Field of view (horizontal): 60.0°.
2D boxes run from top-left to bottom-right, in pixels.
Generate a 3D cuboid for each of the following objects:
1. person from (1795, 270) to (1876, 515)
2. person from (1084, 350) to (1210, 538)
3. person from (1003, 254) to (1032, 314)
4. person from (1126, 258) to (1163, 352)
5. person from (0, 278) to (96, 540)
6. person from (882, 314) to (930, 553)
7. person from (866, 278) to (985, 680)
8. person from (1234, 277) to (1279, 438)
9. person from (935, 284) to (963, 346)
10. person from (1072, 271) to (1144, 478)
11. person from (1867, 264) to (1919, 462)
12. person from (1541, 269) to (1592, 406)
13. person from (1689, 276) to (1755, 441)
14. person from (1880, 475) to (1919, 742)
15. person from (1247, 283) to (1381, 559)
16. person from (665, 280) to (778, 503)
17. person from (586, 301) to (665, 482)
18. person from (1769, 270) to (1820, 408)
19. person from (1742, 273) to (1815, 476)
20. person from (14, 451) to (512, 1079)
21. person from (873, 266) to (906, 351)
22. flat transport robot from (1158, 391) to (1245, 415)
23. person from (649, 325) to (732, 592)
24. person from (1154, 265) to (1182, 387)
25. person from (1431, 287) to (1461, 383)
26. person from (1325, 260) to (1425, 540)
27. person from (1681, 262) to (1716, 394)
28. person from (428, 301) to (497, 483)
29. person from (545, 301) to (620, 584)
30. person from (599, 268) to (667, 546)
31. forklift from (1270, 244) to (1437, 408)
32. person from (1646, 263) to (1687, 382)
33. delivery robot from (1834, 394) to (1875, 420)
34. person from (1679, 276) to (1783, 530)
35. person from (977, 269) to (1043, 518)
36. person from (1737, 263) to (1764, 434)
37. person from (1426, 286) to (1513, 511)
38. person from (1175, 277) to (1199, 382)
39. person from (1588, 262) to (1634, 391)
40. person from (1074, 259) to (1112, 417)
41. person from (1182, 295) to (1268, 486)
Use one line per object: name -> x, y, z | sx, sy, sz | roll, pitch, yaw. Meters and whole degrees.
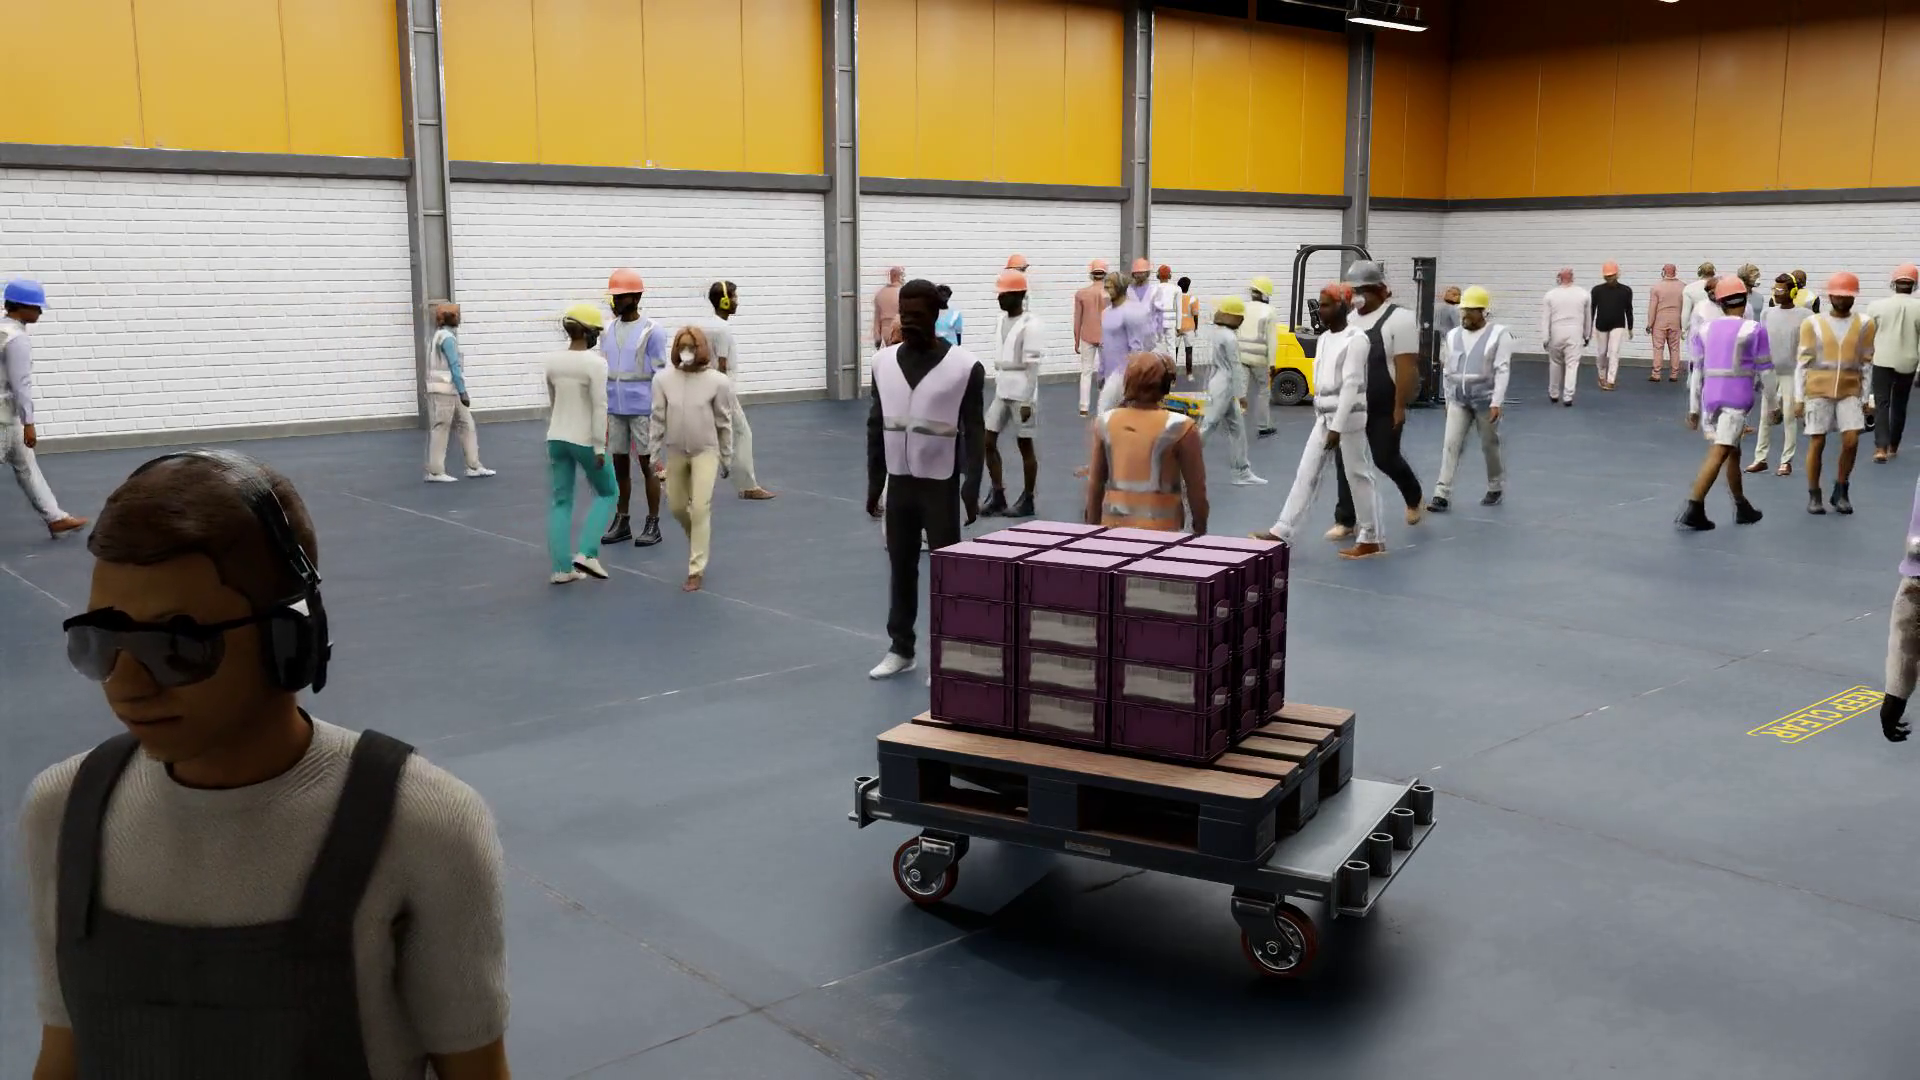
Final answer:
person -> 6.808, -1.134, 12.957 | 0.563, 1.908, 0.479 | 3, 10, 17
person -> 0.848, -0.017, 7.302 | 0.521, 1.613, 0.744 | 8, 12, 38
person -> 0.774, -2.834, 22.527 | 0.390, 2.041, 0.614 | 1, 10, 7
person -> 2.561, -2.976, 23.539 | 0.613, 1.991, 1.037 | 1, 10, 7
person -> -6.592, -0.869, 11.542 | 1.012, 1.863, 0.636 | -8, 13, -39
person -> -0.358, -0.728, 11.380 | 0.511, 1.638, 0.308 | 4, 11, 24
person -> -0.167, -0.273, 7.895 | 0.597, 1.916, 0.376 | 5, 11, 25
person -> 3.250, -1.994, 18.338 | 0.716, 1.777, 0.873 | 8, 13, 40
person -> -0.221, -2.475, 21.487 | 0.522, 1.677, 0.720 | 1, 10, 5
person -> 1.534, -1.521, 15.304 | 0.981, 1.902, 0.638 | -3, 10, -17
person -> 9.267, -1.755, 16.491 | 0.606, 1.952, 1.018 | 4, 10, 22
person -> 8.253, -2.761, 22.663 | 0.651, 1.843, 1.041 | 3, 10, 16
person -> 8.360, -1.981, 18.264 | 0.649, 1.802, 0.436 | 7, 12, 35
person -> 2.832, 0.346, 4.434 | 0.608, 1.876, 1.008 | 8, 12, 39
person -> 2.404, -0.762, 10.995 | 0.956, 1.839, 0.580 | -3, 10, -19
person -> -1.997, -1.203, 13.631 | 0.918, 1.826, 0.530 | -5, 11, -26
person -> -2.969, -1.368, 14.894 | 0.912, 1.719, 0.526 | 0, 10, -1
person -> 11.088, -2.669, 22.150 | 0.630, 1.842, 0.429 | 6, 11, 32
person -> 7.591, -1.521, 15.366 | 0.335, 1.865, 0.520 | -7, 12, -37
person -> -0.704, 0.820, 1.712 | 0.515, 1.842, 0.328 | 1, 10, 6
person -> -0.760, -2.705, 22.214 | 0.669, 1.883, 0.705 | 9, 13, 42
flat transport robot -> 3.056, -1.776, 21.514 | 0.652, 0.197, 1.431 | -3, 10, -19
person -> -1.642, -0.528, 10.271 | 0.506, 1.613, 0.682 | 1, 10, 8
person -> 3.151, -3.304, 25.749 | 0.576, 1.882, 0.355 | -1, 10, -8
person -> 7.033, -2.851, 23.956 | 0.872, 1.587, 0.518 | 0, 10, 0
person -> 2.997, -1.030, 11.971 | 0.838, 2.000, 0.686 | -9, 13, -42
person -> 10.861, -3.087, 24.311 | 0.627, 1.941, 0.372 | 3, 10, 15
person -> -4.460, -1.318, 14.872 | 0.714, 1.611, 0.540 | -3, 10, -19
person -> -2.362, -0.592, 10.289 | 0.525, 1.746, 0.449 | 5, 11, 28
person -> -2.307, -0.922, 11.636 | 0.544, 1.939, 0.354 | 4, 10, 22
forklift -> 5.256, -2.933, 22.661 | 2.313, 2.155, 1.214 | 3, 10, 16
person -> 11.386, -3.500, 26.829 | 0.652, 1.904, 0.403 | 0, 10, -2
delivery robot -> 10.257, -1.598, 19.348 | 0.707, 0.478, 0.477 | 0, 9, 0
person -> 5.712, -1.016, 12.394 | 0.980, 1.874, 0.568 | -5, 11, -25
person -> 0.340, -1.108, 12.767 | 0.649, 1.919, 0.570 | -7, 12, -36
person -> 8.843, -2.150, 18.825 | 0.633, 1.940, 0.368 | -6, 11, -30
person -> 4.106, -1.126, 13.298 | 0.601, 1.789, 0.922 | 9, 13, 41
person -> 3.598, -3.395, 26.851 | 0.532, 1.691, 0.321 | 4, 10, 21
person -> 9.911, -3.259, 25.334 | 0.667, 1.946, 0.971 | 5, 11, 27
person -> 1.735, -2.520, 20.867 | 0.618, 1.989, 0.400 | 1, 10, 6
person -> 2.250, -1.311, 14.632 | 0.905, 1.693, 0.476 | 0, 10, 0
